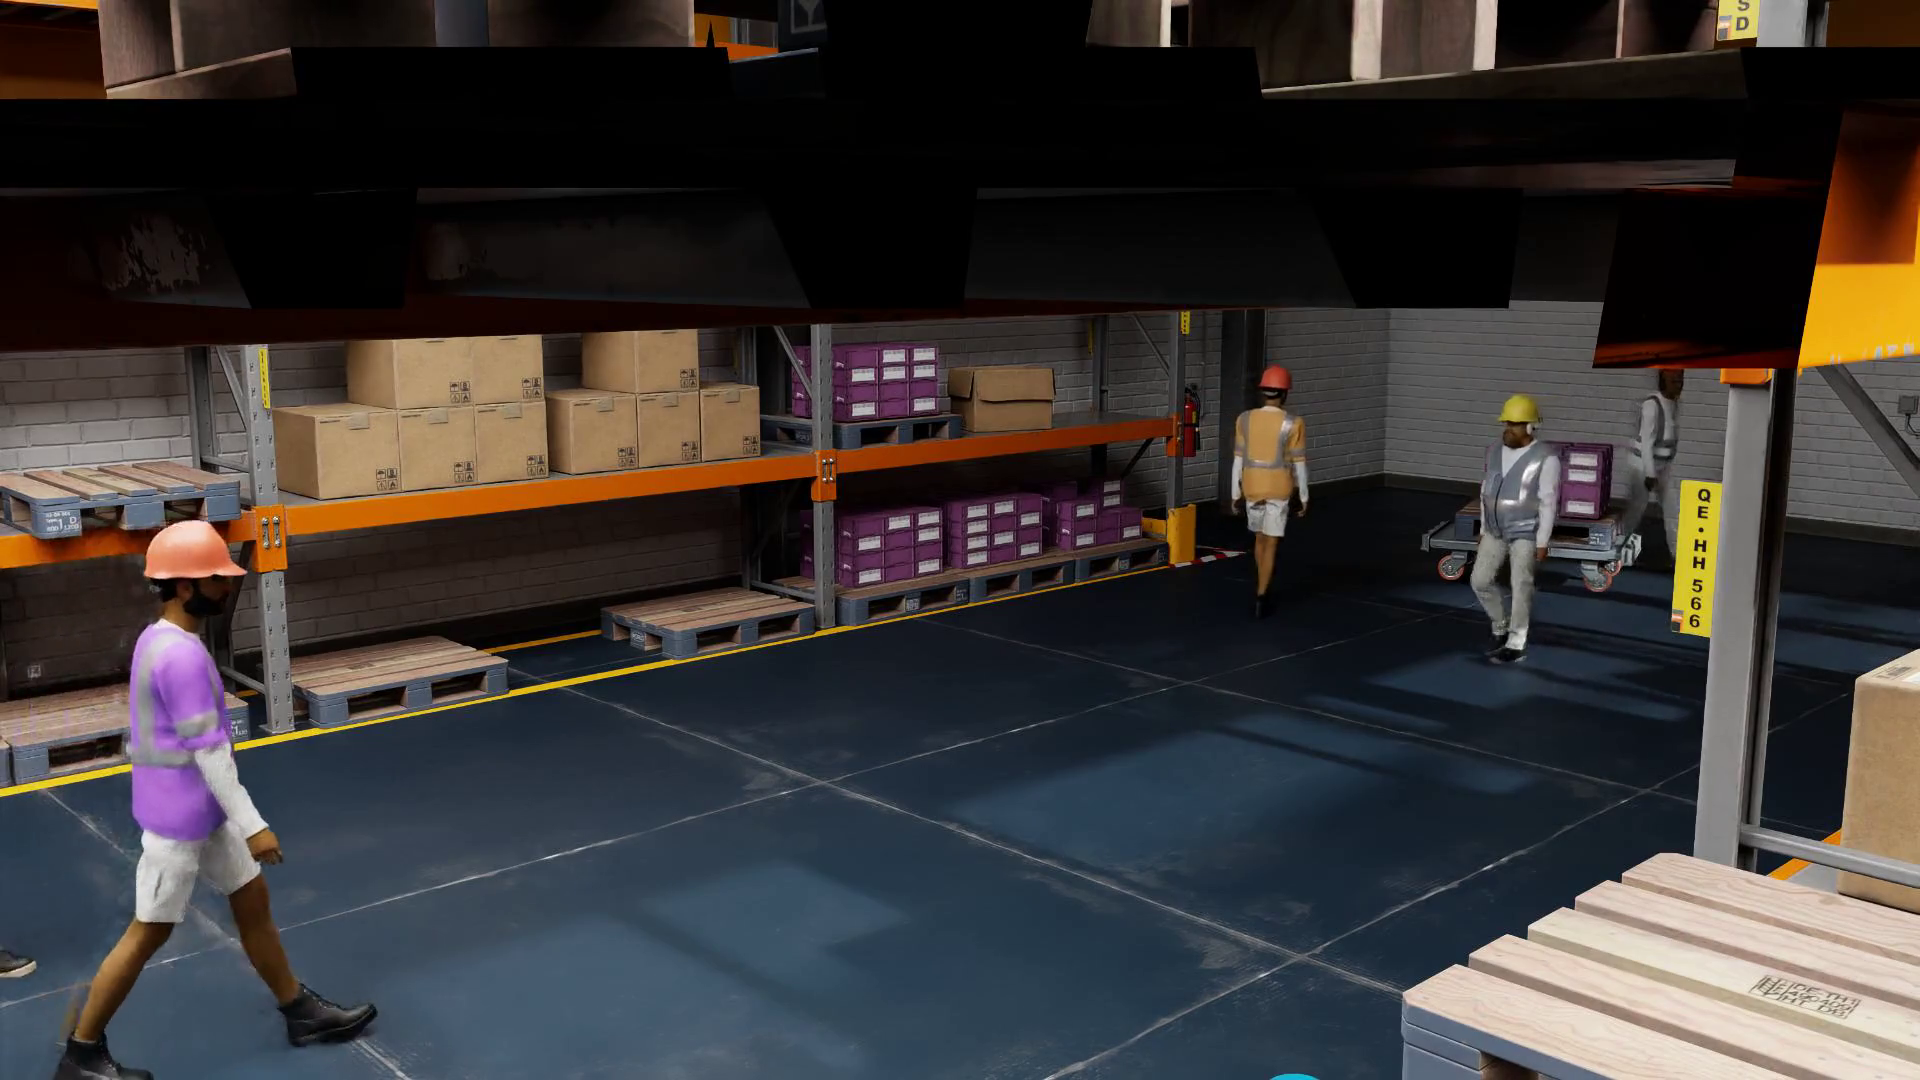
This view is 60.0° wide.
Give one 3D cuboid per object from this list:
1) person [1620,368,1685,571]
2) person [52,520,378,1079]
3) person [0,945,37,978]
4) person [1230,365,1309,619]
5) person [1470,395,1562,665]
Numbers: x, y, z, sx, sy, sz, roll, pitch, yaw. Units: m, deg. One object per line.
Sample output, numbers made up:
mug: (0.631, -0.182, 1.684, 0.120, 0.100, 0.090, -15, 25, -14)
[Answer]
person: (6.091, -0.629, 14.411, 0.624, 1.831, 0.914, -7, 12, -36)
person: (-2.545, 0.878, 5.484, 1.018, 1.891, 0.563, -4, 11, -24)
person: (-3.844, 0.747, 6.084, 0.627, 1.932, 0.685, 0, 10, -1)
person: (2.421, -0.383, 12.781, 0.568, 1.900, 0.872, 6, 11, 31)
person: (3.707, -0.063, 11.140, 0.426, 1.821, 0.617, -6, 12, -33)
